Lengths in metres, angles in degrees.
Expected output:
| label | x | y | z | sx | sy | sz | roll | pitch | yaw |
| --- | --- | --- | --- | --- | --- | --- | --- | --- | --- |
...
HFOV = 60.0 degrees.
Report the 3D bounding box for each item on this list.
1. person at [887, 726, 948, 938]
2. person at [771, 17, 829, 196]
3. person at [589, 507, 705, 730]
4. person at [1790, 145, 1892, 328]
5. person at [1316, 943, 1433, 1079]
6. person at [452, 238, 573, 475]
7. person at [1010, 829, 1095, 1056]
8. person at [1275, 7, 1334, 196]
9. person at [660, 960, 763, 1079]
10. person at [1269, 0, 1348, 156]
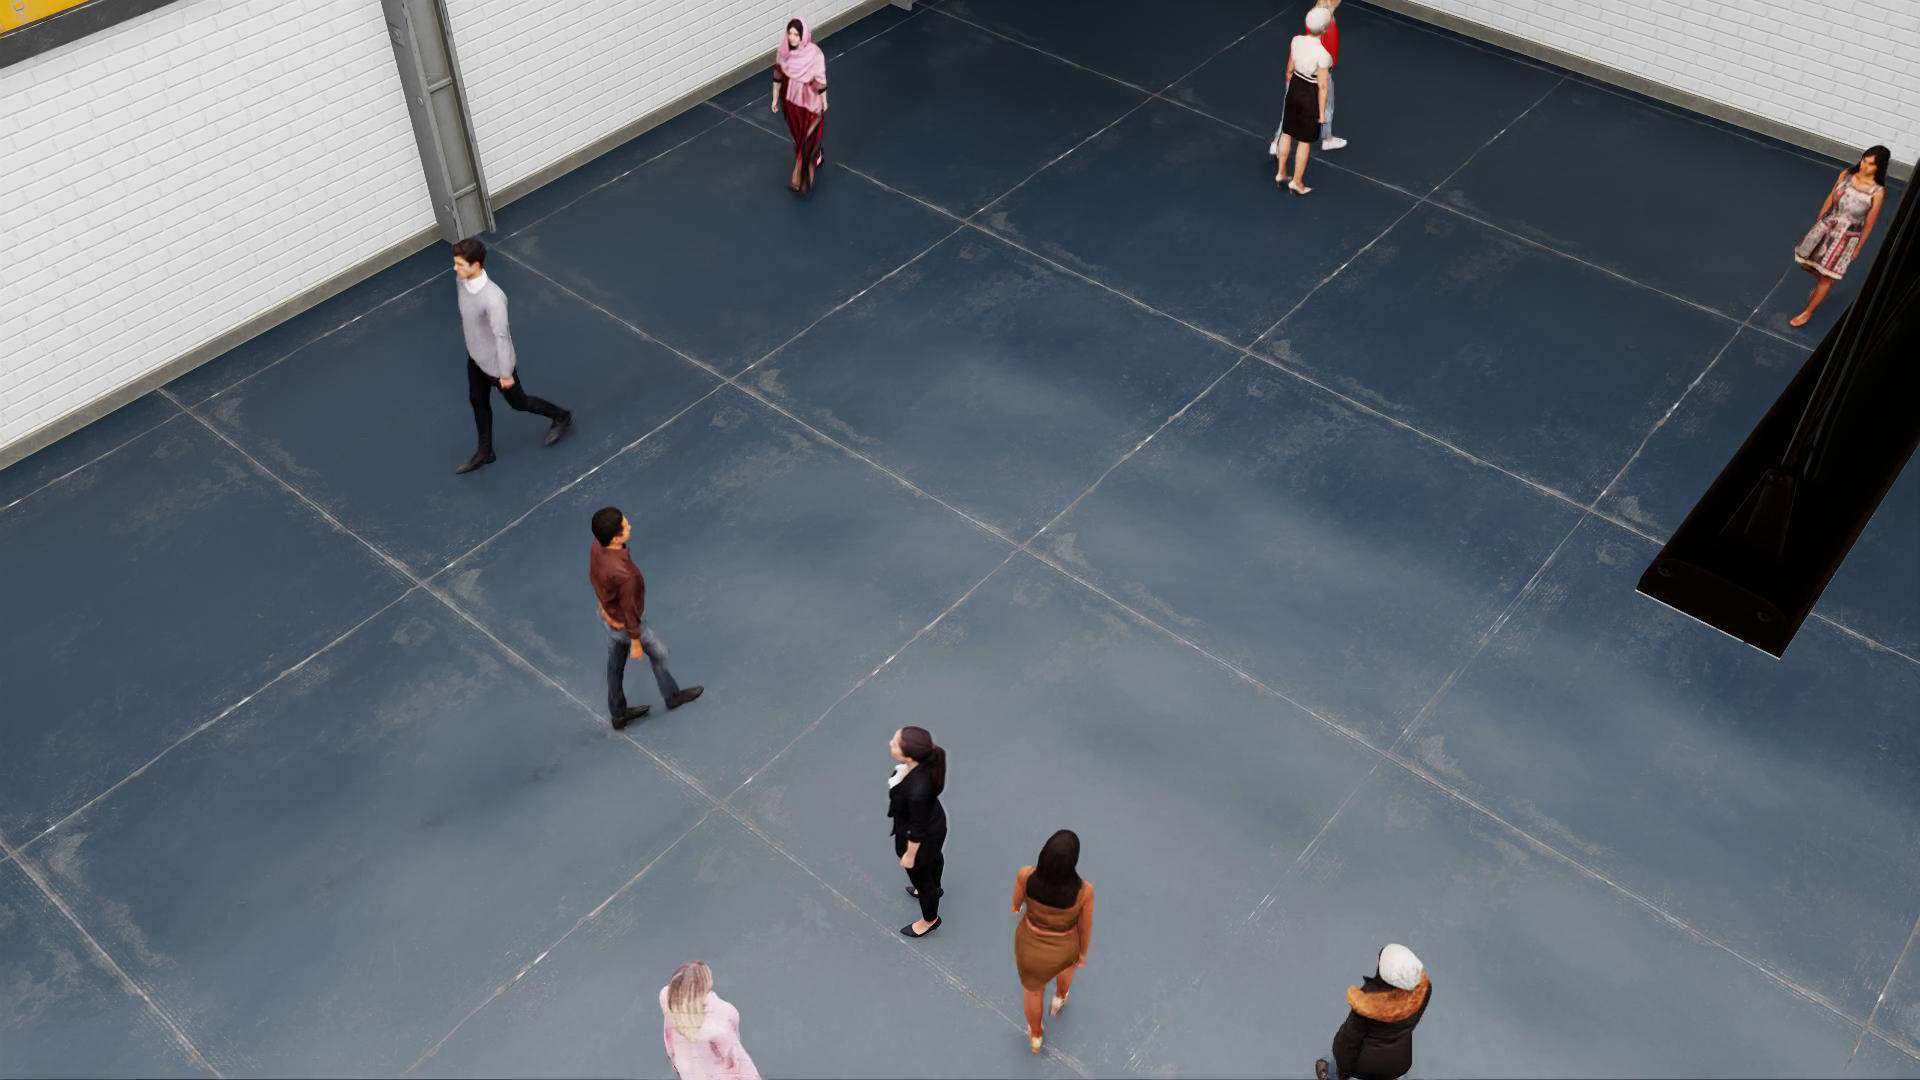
| label | x | y | z | sx | sy | sz | roll | pitch | yaw |
| --- | --- | --- | --- | --- | --- | --- | --- | --- | --- |
| person | -0.215 | 1.591 | 9.126 | 0.755 | 1.660 | 0.659 | 5 | 44 | 5 |
| person | -1.393 | -4.003 | 15.045 | 0.790 | 1.597 | 1.081 | 19 | 47 | 19 |
| person | -2.133 | 0.532 | 10.166 | 0.938 | 1.760 | 0.813 | -25 | 49 | -24 |
| person | 7.146 | -2.478 | 13.415 | 0.878 | 1.636 | 0.782 | -22 | 48 | -22 |
| person | 2.082 | 2.539 | 8.171 | 1.071 | 1.606 | 1.066 | -9 | 44 | -9 |
| person | -3.305 | -1.375 | 12.060 | 1.248 | 1.908 | 0.857 | -32 | 52 | -29 |
| person | 0.450 | 2.141 | 8.542 | 0.741 | 1.670 | 0.801 | 4 | 44 | 4 |
| person | 3.061 | -3.902 | 14.826 | 0.622 | 1.752 | 0.693 | -25 | 49 | -24 |
| person | -1.274 | 2.625 | 8.048 | 0.655 | 1.651 | 1.132 | 34 | 53 | 30 |
| person | 3.198 | -4.264 | 15.267 | 1.125 | 1.668 | 0.917 | -17 | 46 | -17 |
